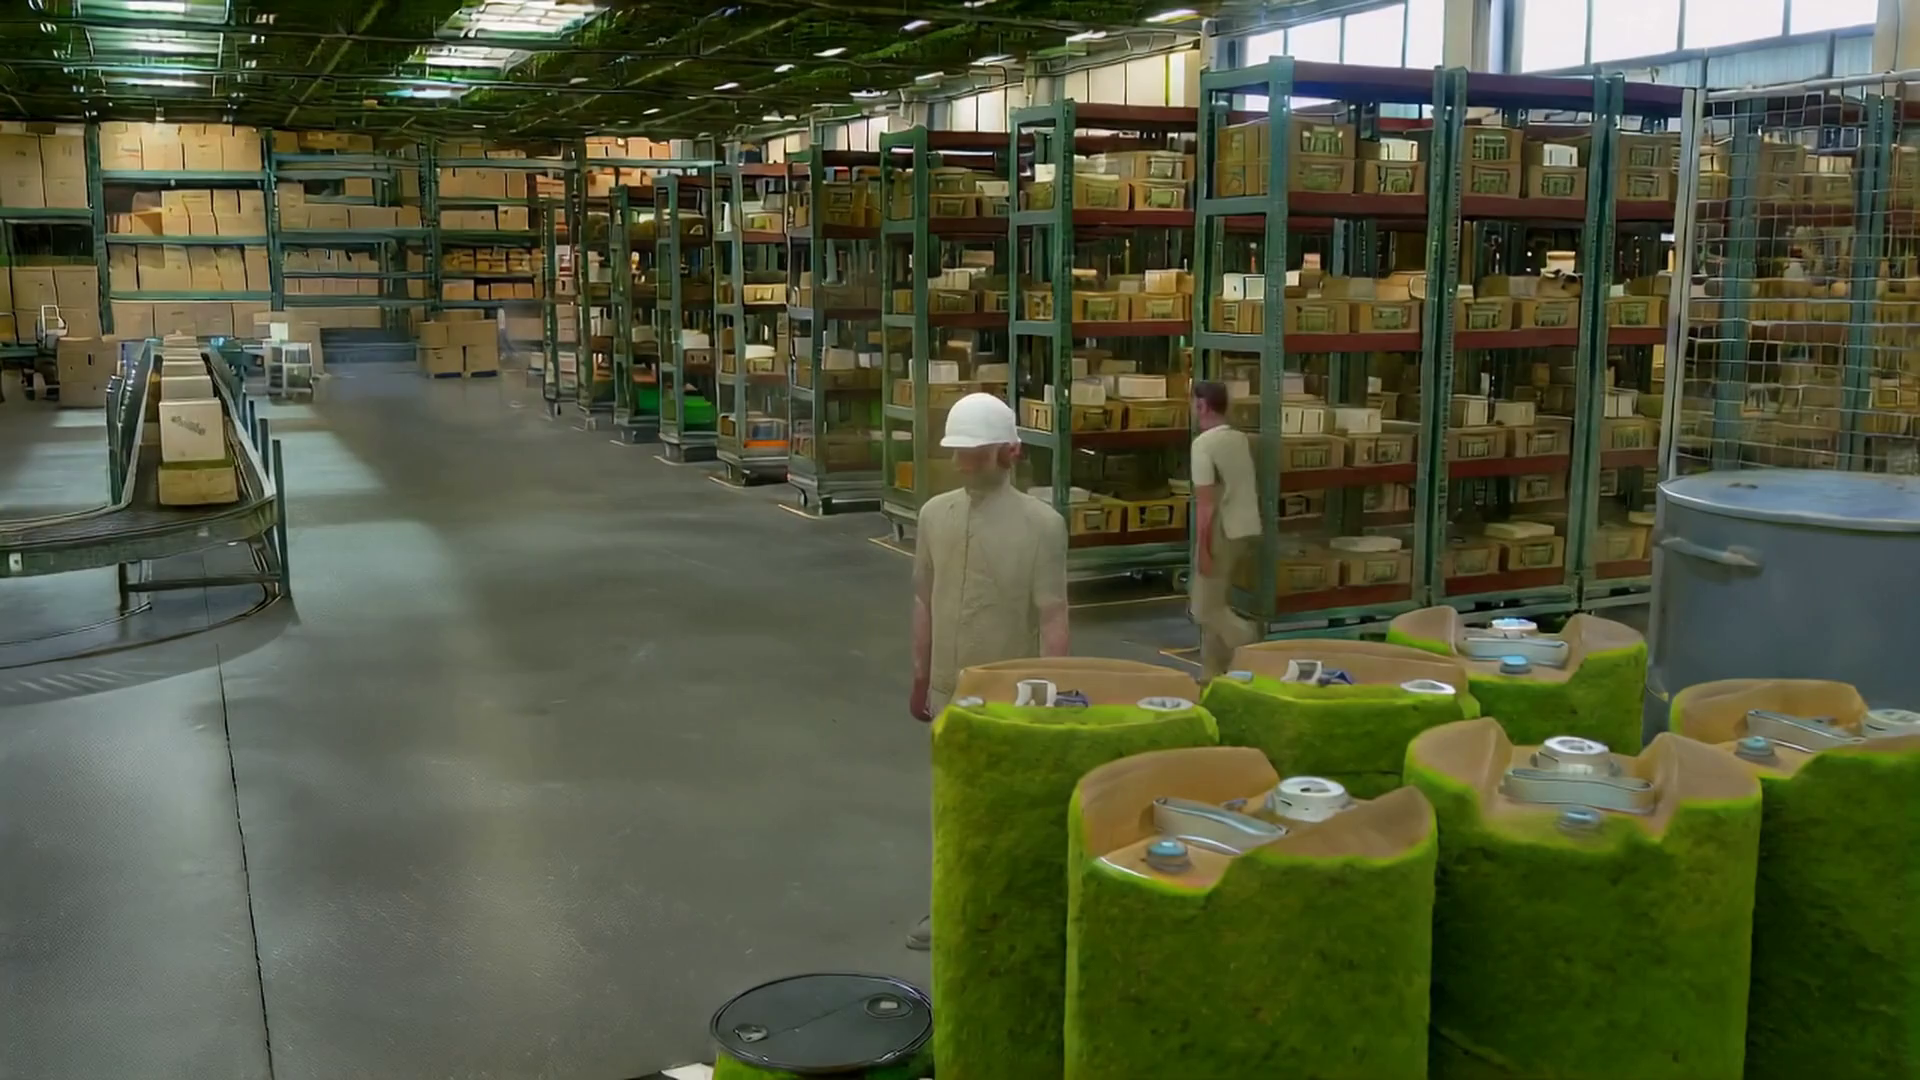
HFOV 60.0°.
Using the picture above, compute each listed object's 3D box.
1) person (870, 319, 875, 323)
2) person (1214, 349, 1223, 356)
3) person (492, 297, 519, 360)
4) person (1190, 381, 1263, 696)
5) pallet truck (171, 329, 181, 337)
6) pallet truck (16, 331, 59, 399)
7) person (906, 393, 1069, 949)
[{"bbox_3d":[-2.650,-6.830,51.241,0.647,1.978,0.486,-5,10,-28],"label":"person"},{"bbox_3d":[3.455,-2.243,23.238,0.589,1.834,0.403,6,11,31],"label":"person"},{"bbox_3d":[-12.401,-5.745,45.253,0.628,1.751,0.534,-3,10,-20],"label":"person"},{"bbox_3d":[1.539,0.012,9.364,0.684,1.799,0.629,7,11,36],"label":"person"},{"bbox_3d":[-17.275,-3.851,35.096,1.601,1.201,0.680,0,9,1],"label":"pallet truck"},{"bbox_3d":[-17.082,-3.353,31.781,1.630,1.274,0.653,-4,10,-25],"label":"pallet truck"},{"bbox_3d":[0.081,0.484,5.827,0.612,1.995,0.382,5,10,29],"label":"person"}]
